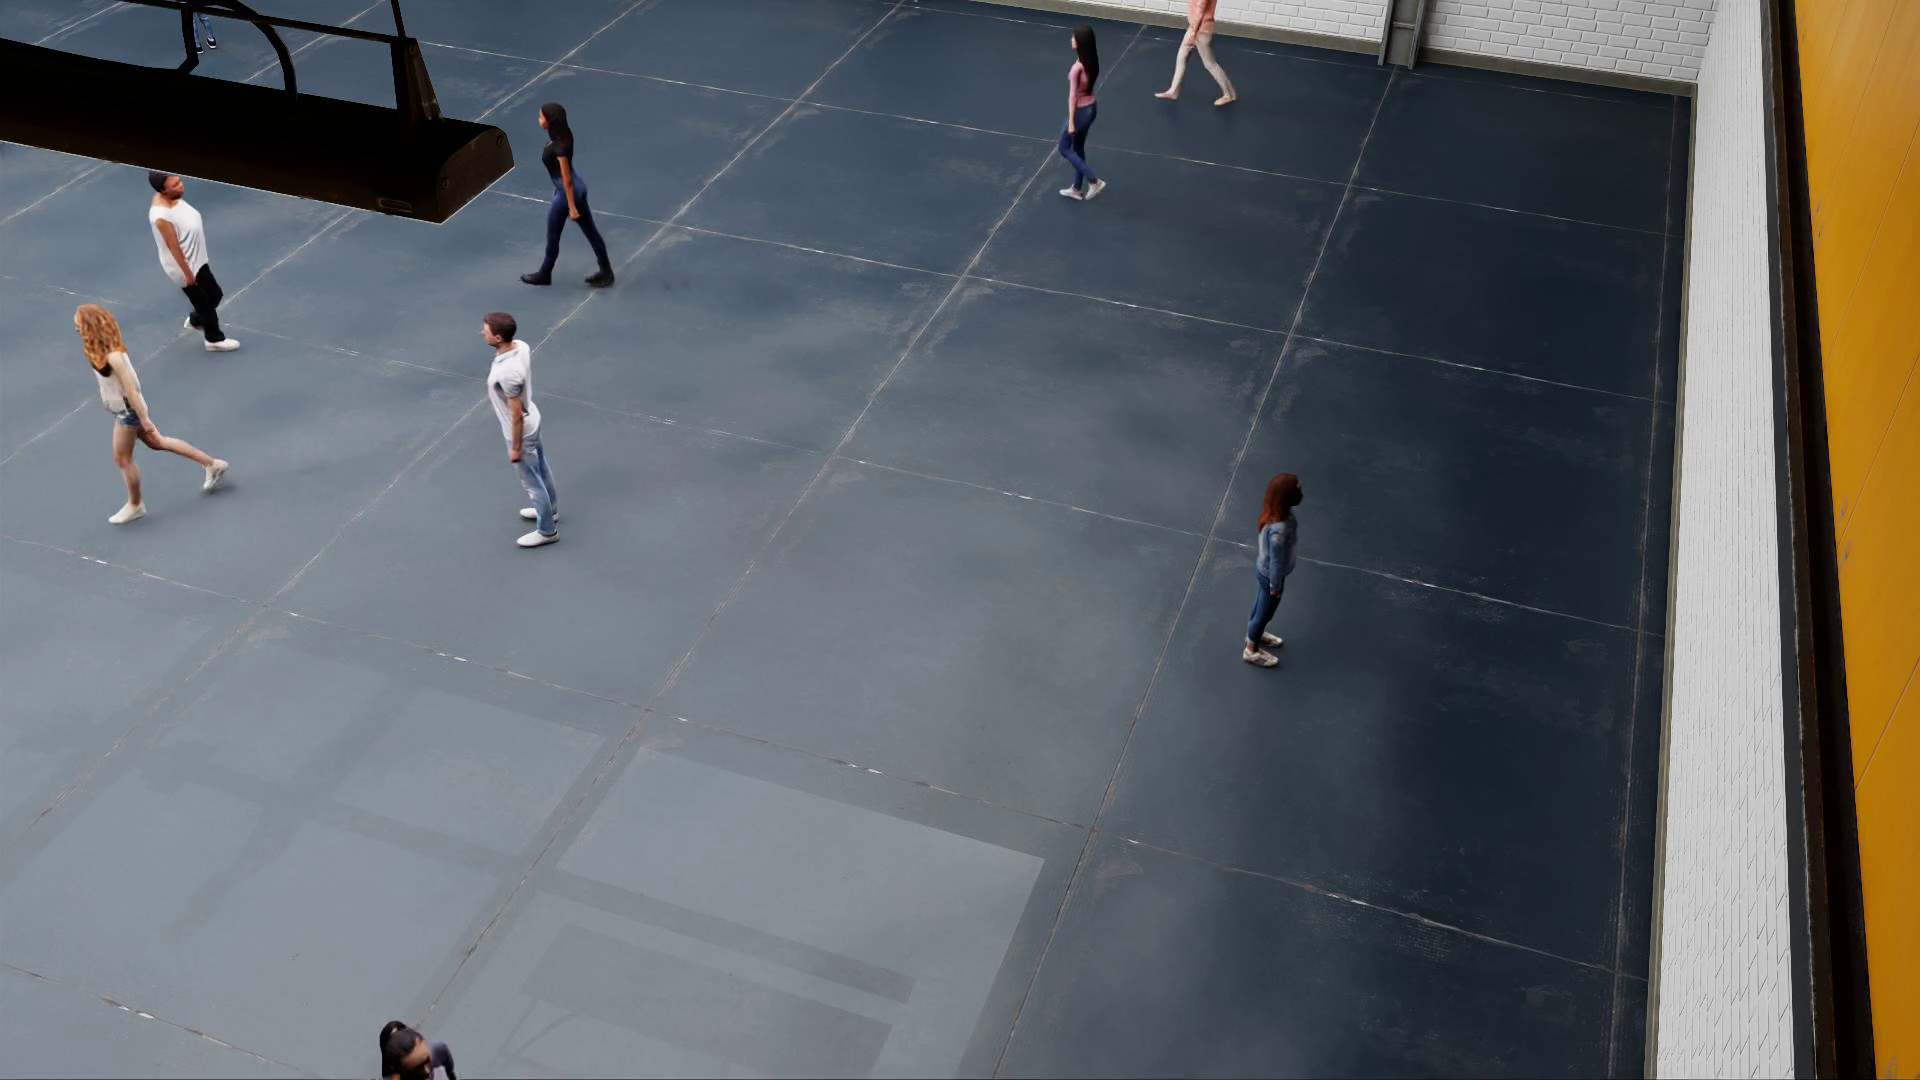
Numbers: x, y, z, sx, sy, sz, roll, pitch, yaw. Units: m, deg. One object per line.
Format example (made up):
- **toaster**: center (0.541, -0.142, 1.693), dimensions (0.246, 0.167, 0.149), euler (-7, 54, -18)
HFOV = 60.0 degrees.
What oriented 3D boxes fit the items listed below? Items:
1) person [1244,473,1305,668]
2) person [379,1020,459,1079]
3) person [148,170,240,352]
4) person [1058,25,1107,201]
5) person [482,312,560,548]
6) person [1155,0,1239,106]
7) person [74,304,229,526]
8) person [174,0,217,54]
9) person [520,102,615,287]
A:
- **person**: center (2.014, 0.172, 10.736), dimensions (0.540, 1.475, 0.581), euler (6, 39, 8)
- **person**: center (-2.414, 2.694, 7.449), dimensions (0.770, 1.638, 0.666), euler (20, 43, 23)
- **person**: center (-6.401, -2.302, 13.670), dimensions (0.826, 1.681, 0.796), euler (-7, 39, -9)
- **person**: center (1.218, -4.013, 15.769), dimensions (0.794, 1.735, 0.665), euler (21, 43, 24)
- **person**: center (-3.057, -0.788, 11.637), dimensions (0.691, 1.851, 0.725), euler (-2, 39, -3)
- **person**: center (2.628, -5.354, 17.488), dimensions (1.150, 1.686, 0.709), euler (8, 39, 10)
- **person**: center (-5.844, -0.941, 11.932), dimensions (1.065, 1.723, 1.129), euler (-22, 44, -26)
- **person**: center (-8.752, -6.170, 18.856), dimensions (0.569, 1.253, 0.564), euler (27, 46, 30)
- **person**: center (-3.300, -2.976, 14.496), dimensions (1.125, 1.703, 0.869), euler (-2, 39, -3)
